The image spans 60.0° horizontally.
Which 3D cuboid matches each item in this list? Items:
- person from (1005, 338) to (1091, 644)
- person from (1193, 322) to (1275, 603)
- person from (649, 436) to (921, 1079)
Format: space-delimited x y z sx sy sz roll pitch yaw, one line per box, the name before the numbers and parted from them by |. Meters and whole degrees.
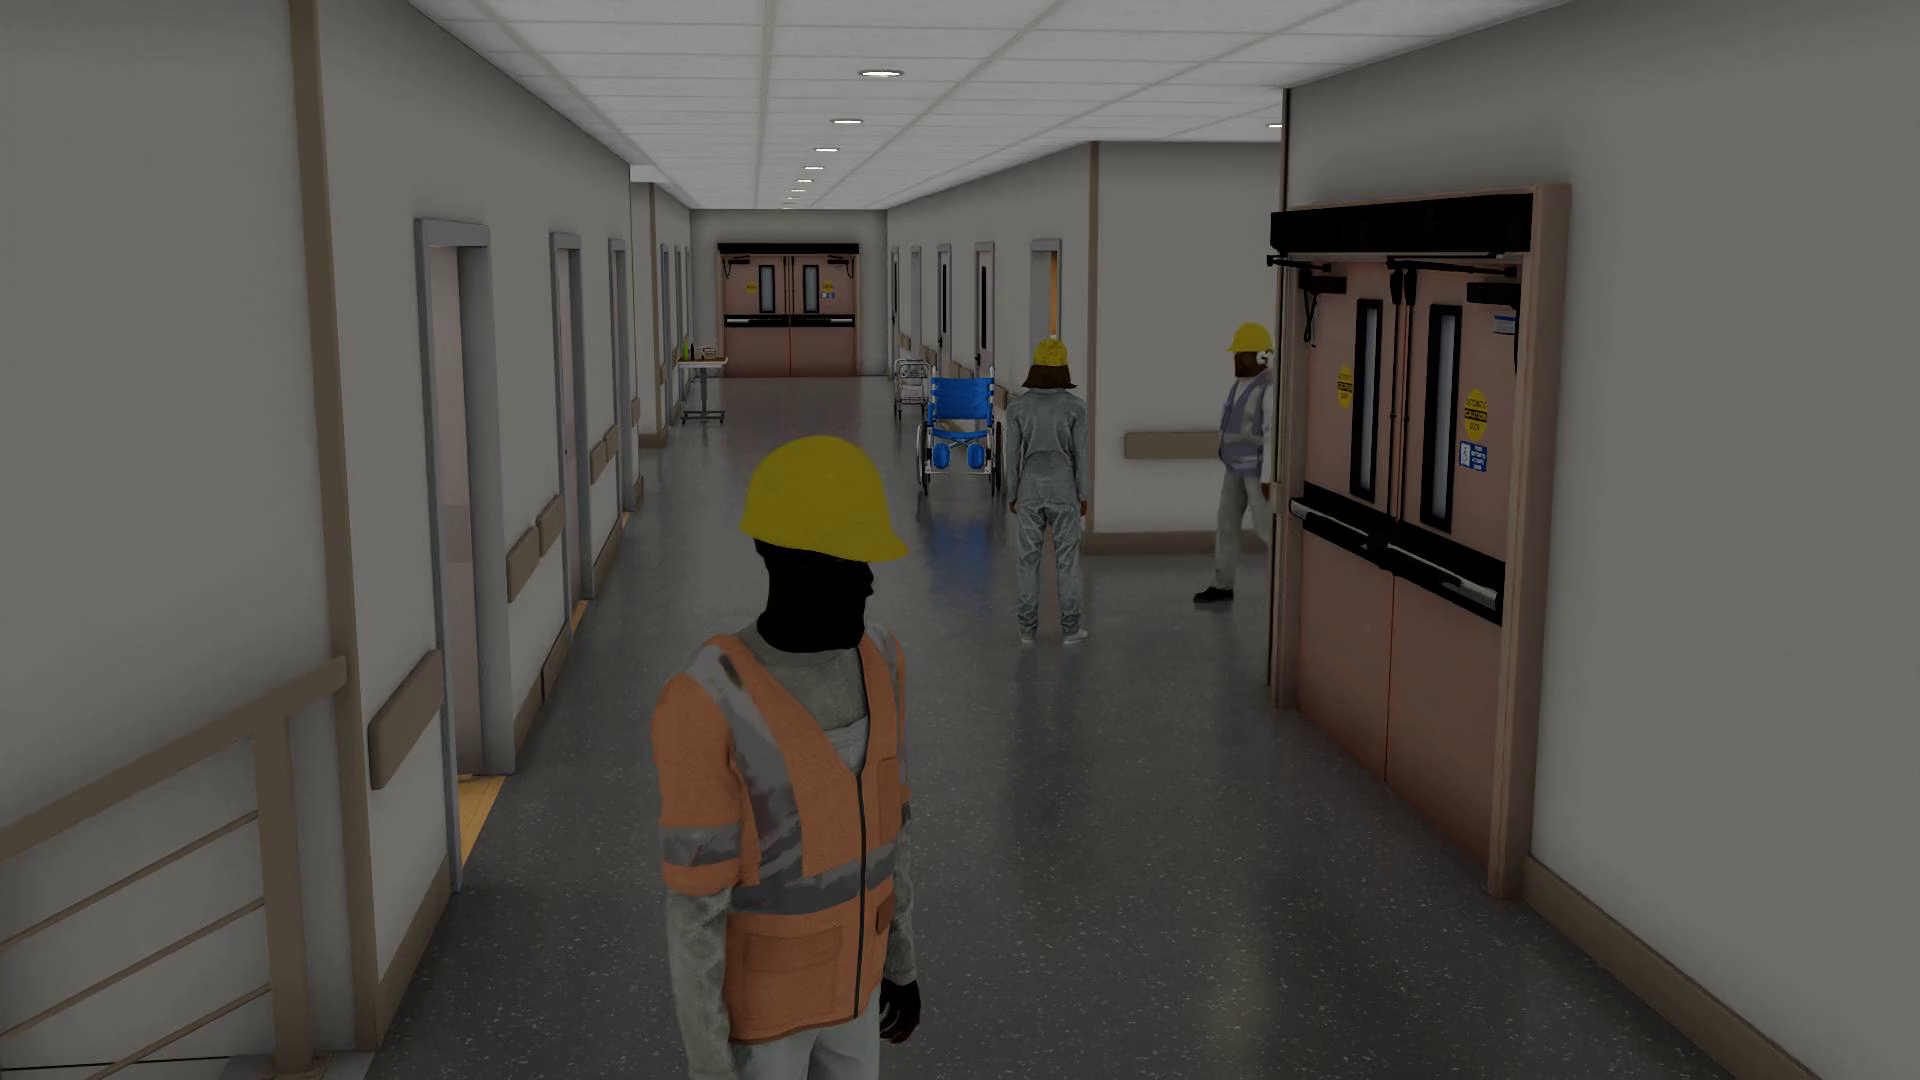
person | 0.503 -0.273 9.489 0.487 1.744 0.312 2 10 13
person | 1.930 -0.482 10.565 0.815 1.803 0.591 -3 10 -17
person | -0.262 0.771 2.905 0.397 1.920 0.586 7 12 34
